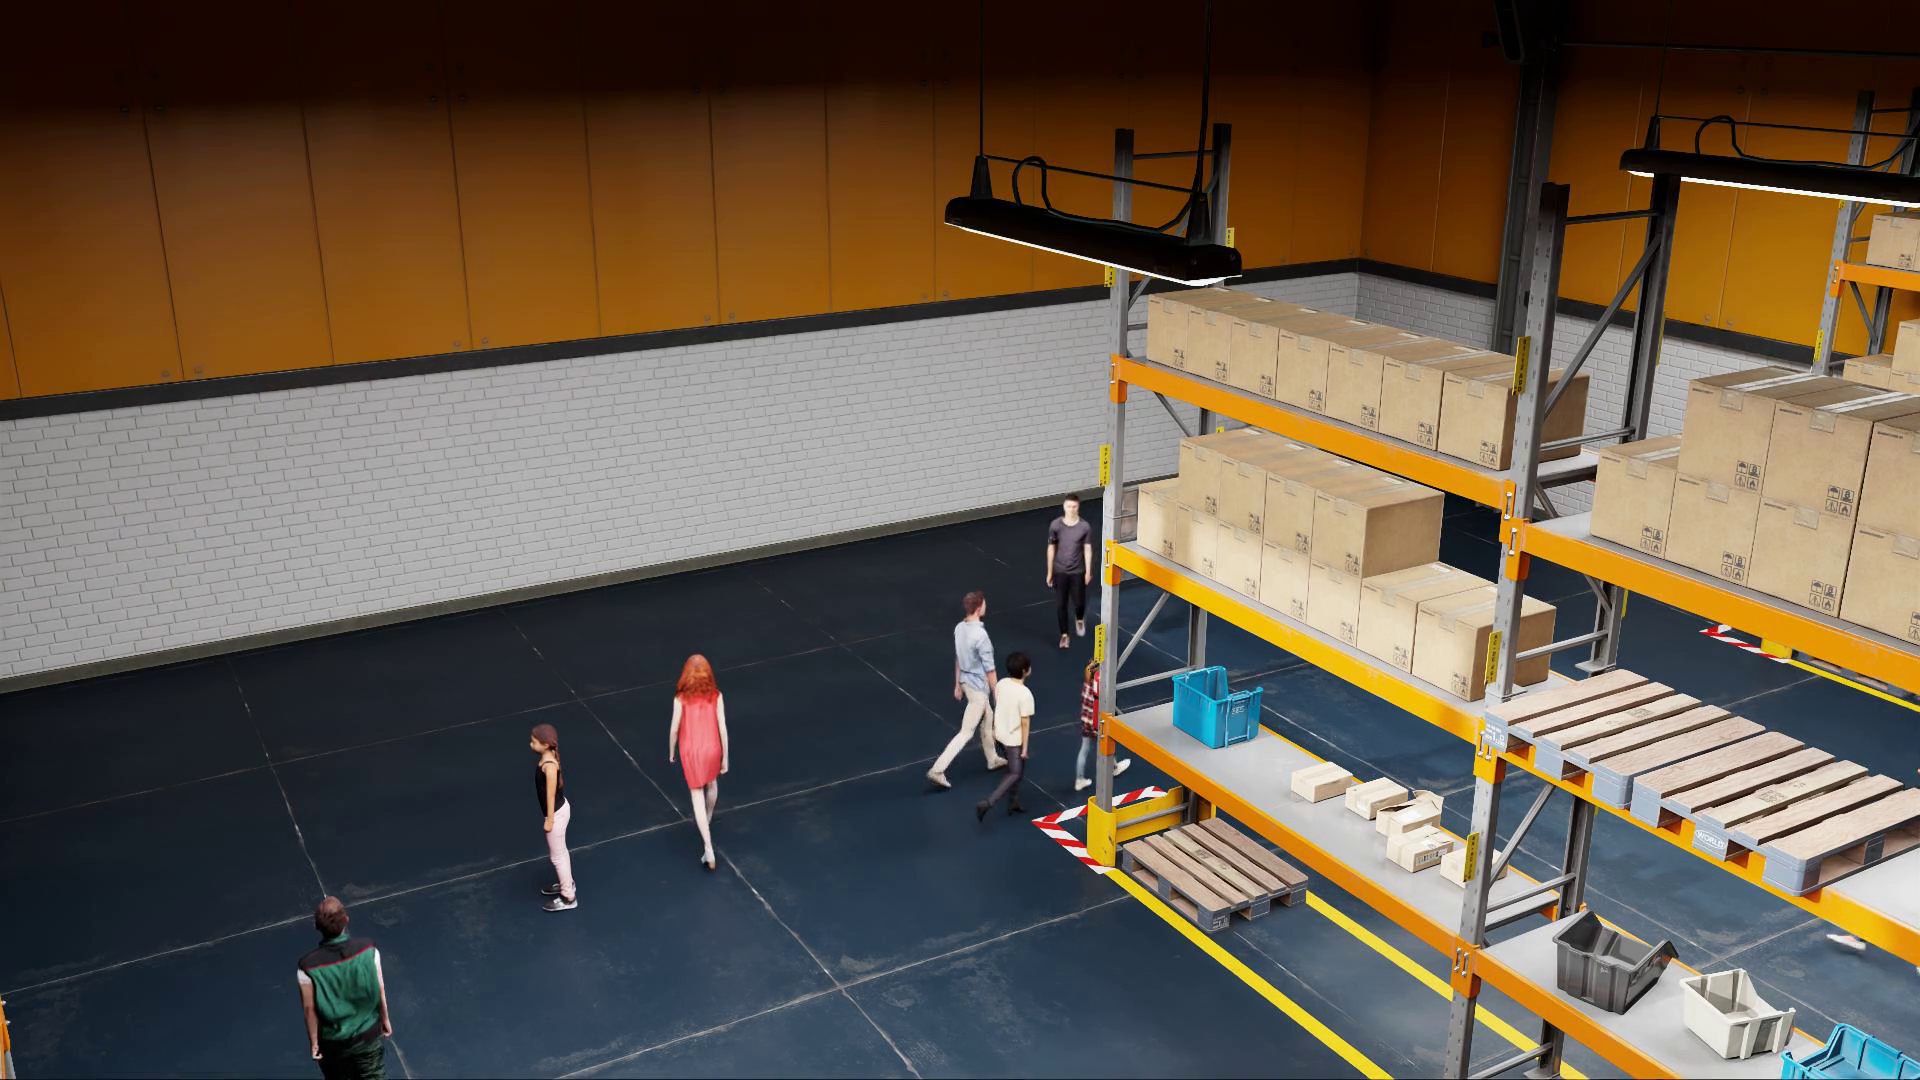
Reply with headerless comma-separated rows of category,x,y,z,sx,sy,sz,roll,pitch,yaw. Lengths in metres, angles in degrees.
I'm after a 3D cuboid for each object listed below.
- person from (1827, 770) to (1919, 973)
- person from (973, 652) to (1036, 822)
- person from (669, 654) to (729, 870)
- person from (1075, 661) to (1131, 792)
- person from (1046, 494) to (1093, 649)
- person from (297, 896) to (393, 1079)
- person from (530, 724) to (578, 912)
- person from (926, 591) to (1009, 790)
person,7.088,2.434,12.168,1.187,1.686,0.886,14,23,36
person,0.392,1.749,14.396,0.717,1.562,0.856,-14,23,-36
person,-2.121,1.860,13.714,0.687,1.788,1.093,-8,20,-22
person,1.189,1.675,15.073,0.870,1.271,0.737,18,25,42
person,1.215,0.318,18.343,0.829,1.754,0.891,3,19,10
person,-3.724,3.036,10.162,0.661,1.827,0.993,-12,22,-31
person,-3.206,2.165,13.161,0.623,1.562,0.509,-4,19,-13
person,0.059,1.380,15.090,0.745,1.818,1.148,-8,20,-24
